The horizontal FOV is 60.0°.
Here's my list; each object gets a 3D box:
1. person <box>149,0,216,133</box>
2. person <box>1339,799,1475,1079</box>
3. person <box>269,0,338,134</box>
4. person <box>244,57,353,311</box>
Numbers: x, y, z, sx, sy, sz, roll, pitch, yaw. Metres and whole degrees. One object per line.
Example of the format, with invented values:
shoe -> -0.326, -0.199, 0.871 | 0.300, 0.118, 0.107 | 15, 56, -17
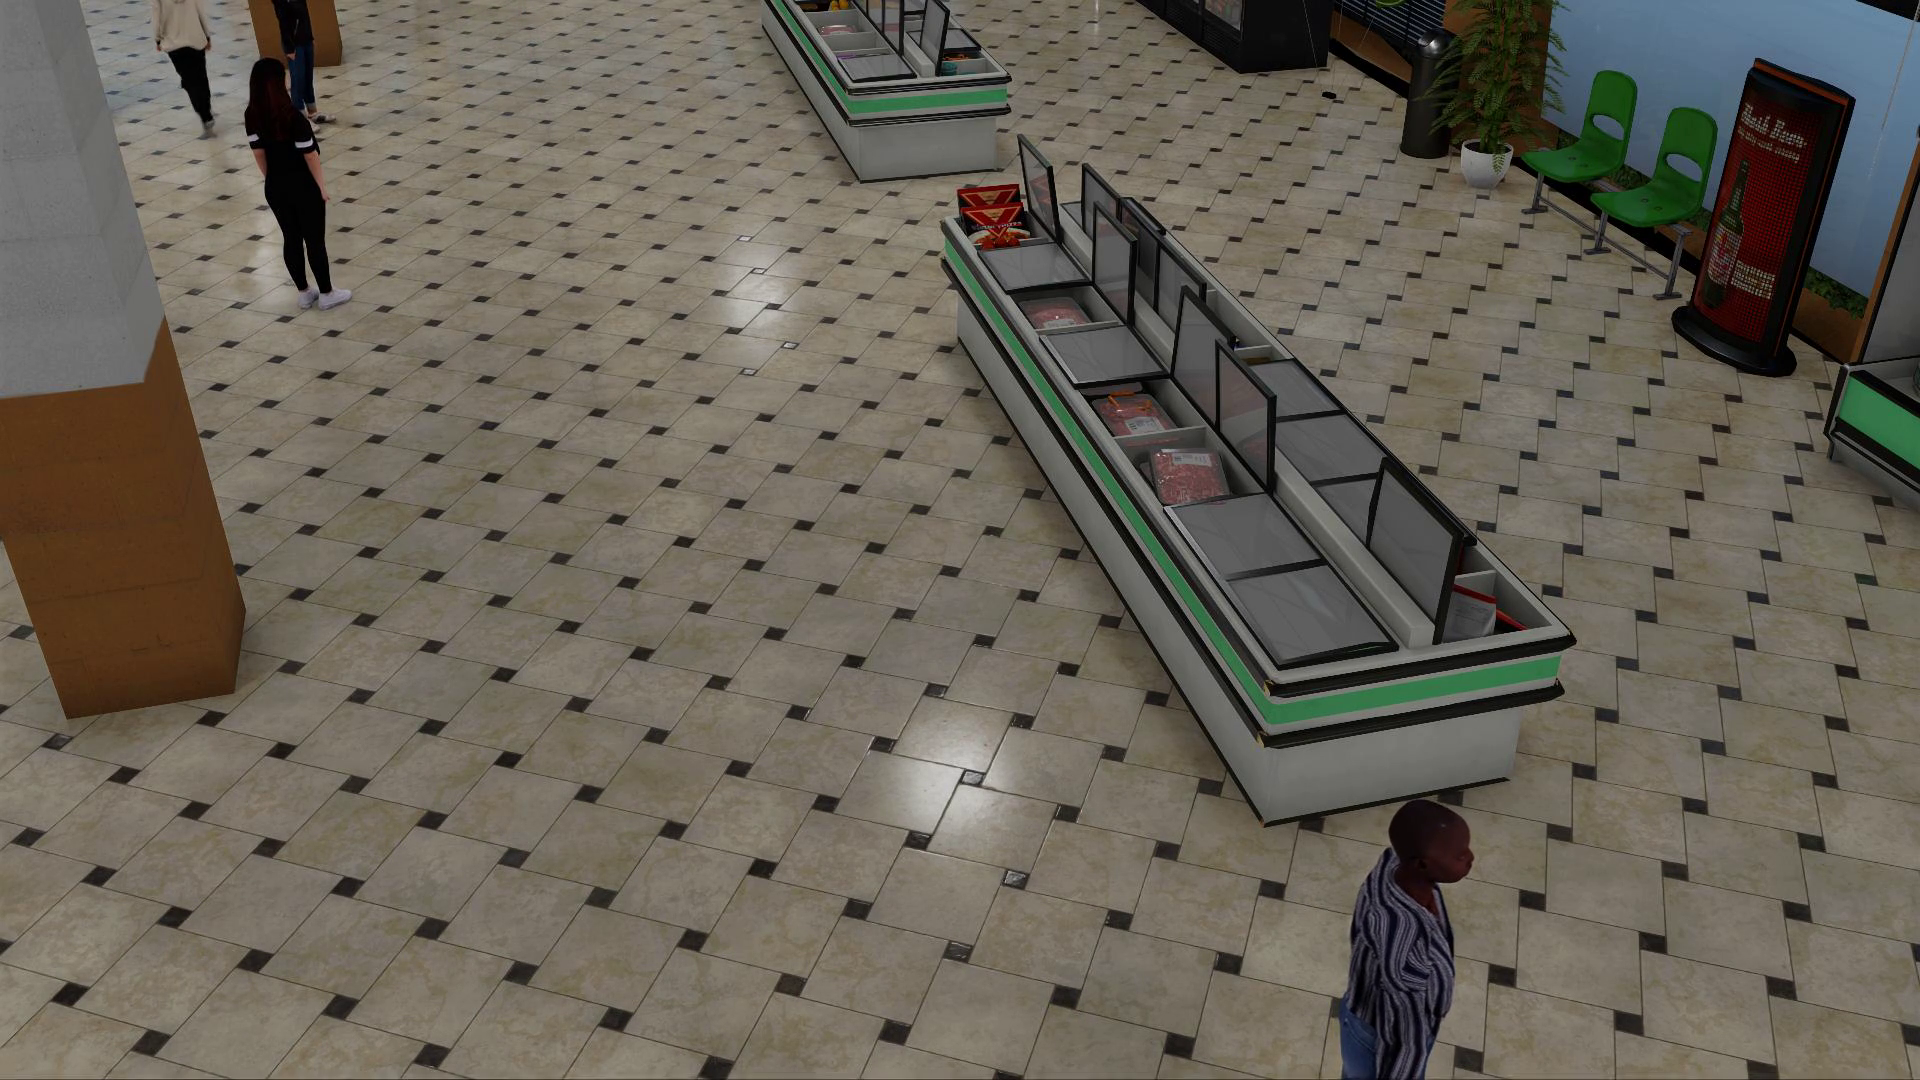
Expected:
person -> -6.437, -4.126, 13.839 | 0.843, 1.439, 1.036 | -25, 39, -34
person -> 1.160, 1.418, 4.592 | 0.769, 1.794, 0.621 | 4, 32, 7
person -> -5.543, -4.177, 13.878 | 0.690, 1.484, 0.563 | 5, 32, 8
person -> -4.280, -2.273, 10.670 | 0.704, 1.640, 0.730 | 7, 33, 12
